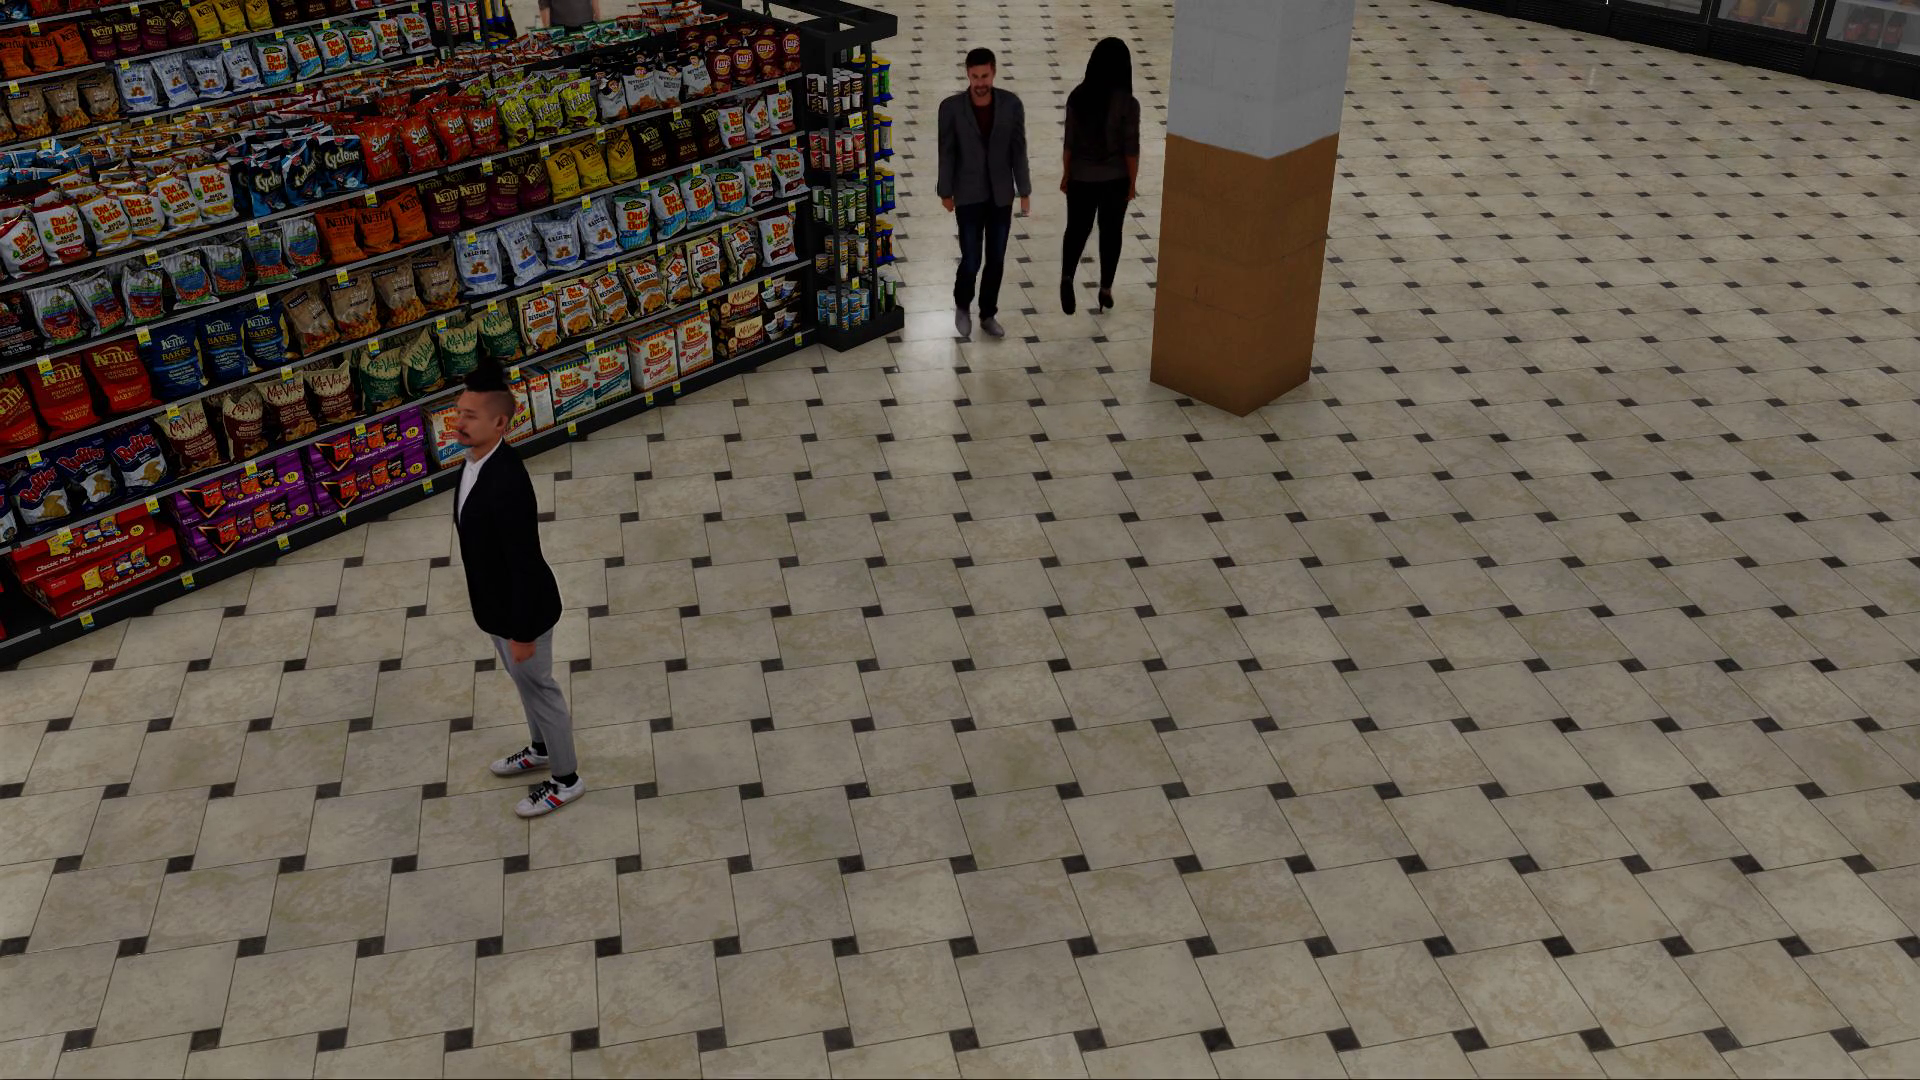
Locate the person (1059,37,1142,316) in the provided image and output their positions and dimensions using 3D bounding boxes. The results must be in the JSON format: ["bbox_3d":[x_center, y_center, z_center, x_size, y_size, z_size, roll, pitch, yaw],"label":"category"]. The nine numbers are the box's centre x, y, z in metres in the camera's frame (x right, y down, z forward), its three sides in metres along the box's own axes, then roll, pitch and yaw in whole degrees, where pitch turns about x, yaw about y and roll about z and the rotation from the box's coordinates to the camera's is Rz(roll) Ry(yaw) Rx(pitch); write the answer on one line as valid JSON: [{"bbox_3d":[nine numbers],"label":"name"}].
[{"bbox_3d":[0.860,-2.196,10.431,0.888,1.815,1.033,9,33,13],"label":"person"}]

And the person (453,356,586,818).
[{"bbox_3d":[-1.730,0.201,6.459,0.693,1.942,0.772,-17,36,-25],"label":"person"}]

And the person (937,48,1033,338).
[{"bbox_3d":[0.118,-2.160,10.337,0.772,1.855,0.888,-9,33,-14],"label":"person"}]

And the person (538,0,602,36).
[{"bbox_3d":[-3.177,-4.207,13.578,0.551,1.904,0.777,-23,38,-32],"label":"person"}]
